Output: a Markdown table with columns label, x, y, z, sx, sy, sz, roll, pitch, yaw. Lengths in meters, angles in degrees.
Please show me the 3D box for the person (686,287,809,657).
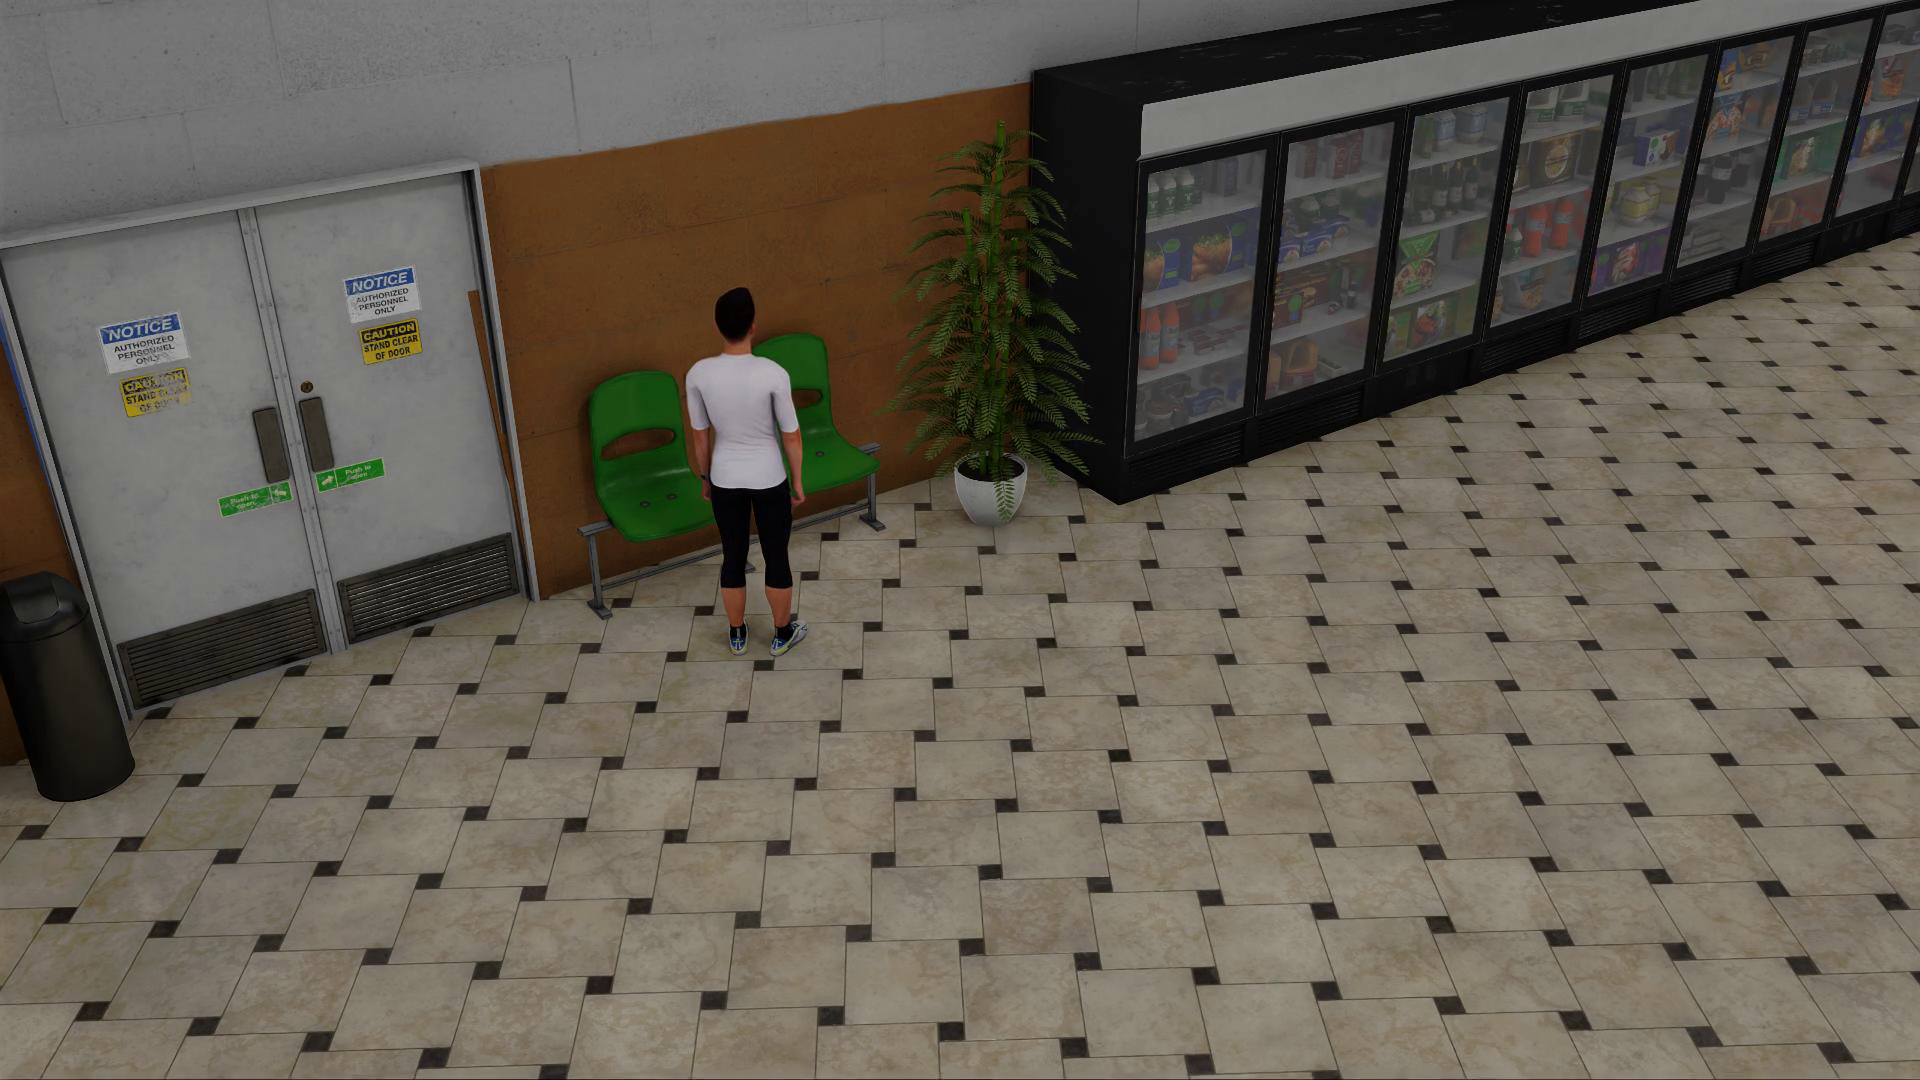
| label | x | y | z | sx | sy | sz | roll | pitch | yaw |
| --- | --- | --- | --- | --- | --- | --- | --- | --- | --- |
| person | -0.988 | -0.293 | 7.787 | 0.748 | 1.852 | 0.791 | 3 | 29 | 5 |
